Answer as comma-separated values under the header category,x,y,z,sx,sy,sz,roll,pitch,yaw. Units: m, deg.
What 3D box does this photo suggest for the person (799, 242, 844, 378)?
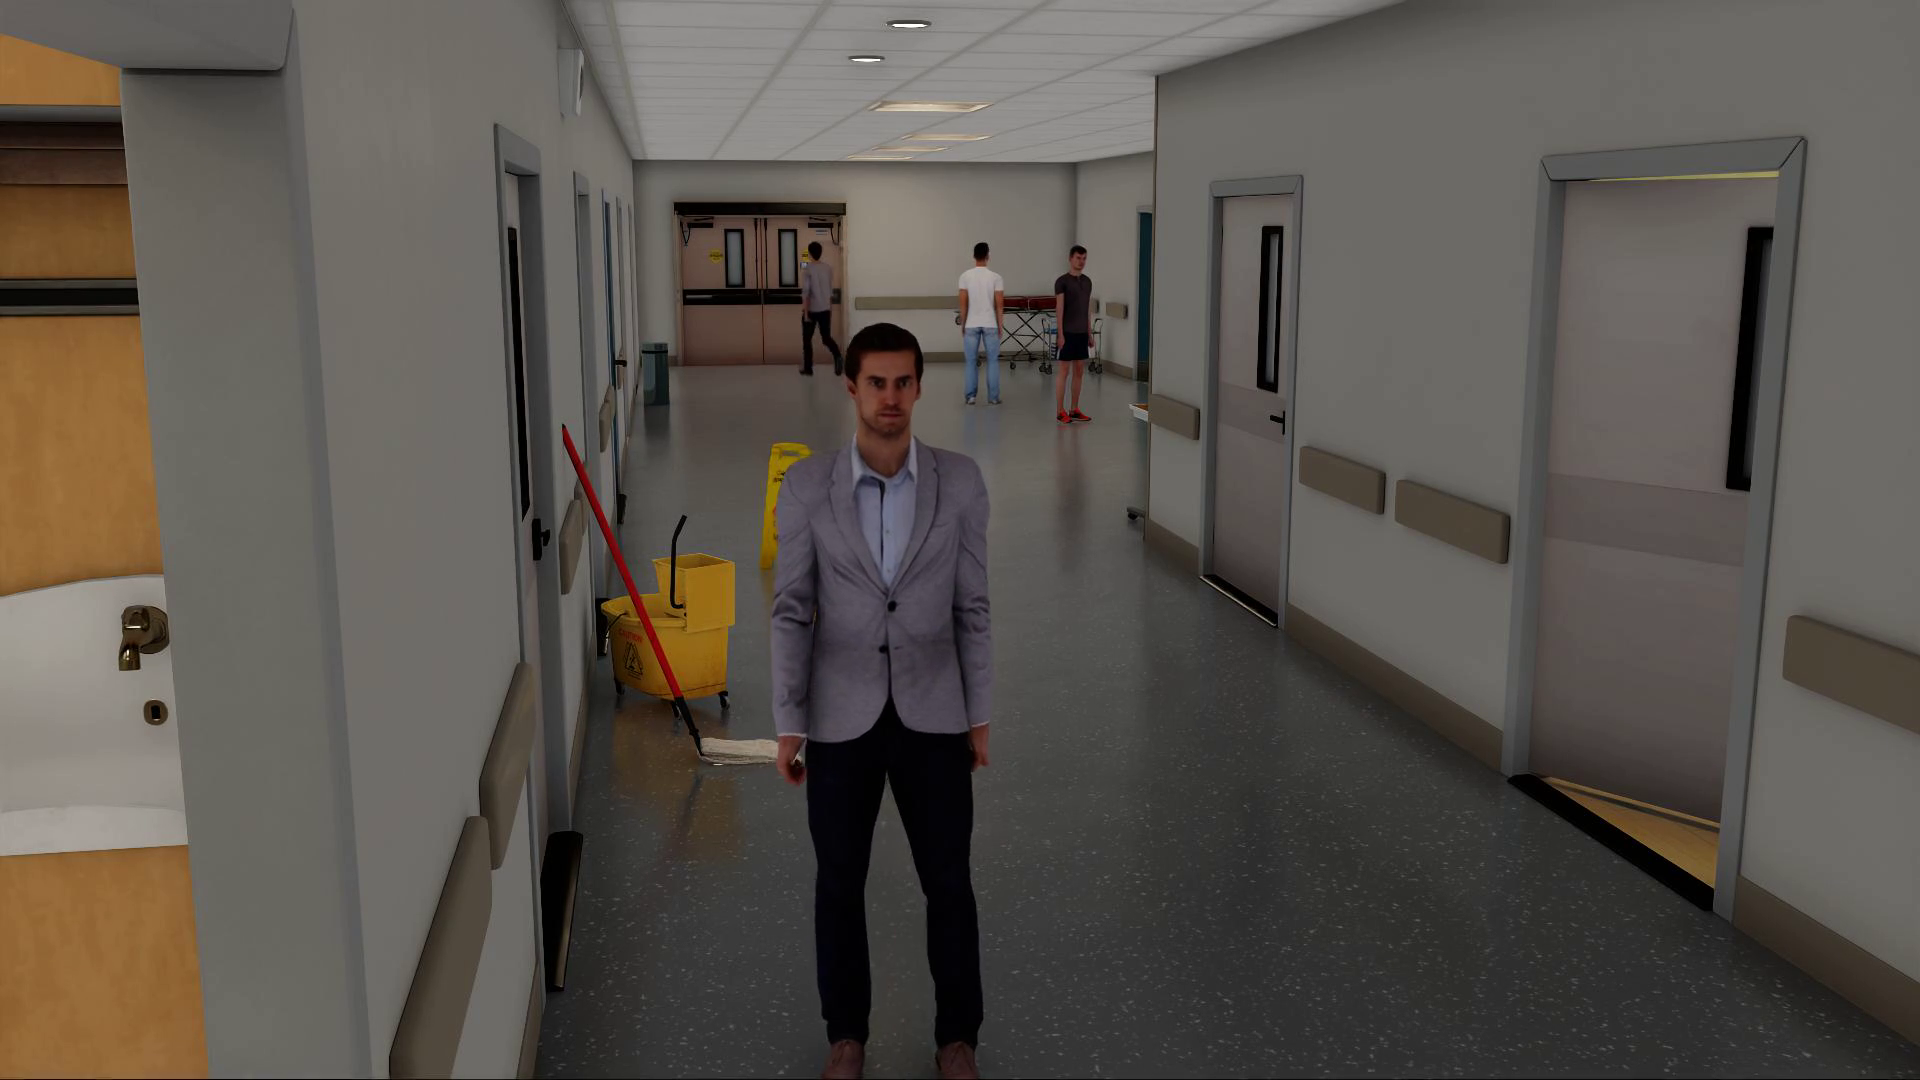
category,x,y,z,sx,sy,sz,roll,pitch,yaw
person,-1.863,-3.074,22.406,0.937,1.816,1.177,-7,13,-33

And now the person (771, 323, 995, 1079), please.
category,x,y,z,sx,sy,sz,roll,pitch,yaw
person,-0.194,0.404,3.992,0.707,1.848,0.652,-1,11,-3

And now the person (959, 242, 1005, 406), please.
category,x,y,z,sx,sy,sz,roll,pitch,yaw
person,0.249,-2.499,19.244,0.734,1.864,0.662,1,11,7

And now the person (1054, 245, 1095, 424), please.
category,x,y,z,sx,sy,sz,roll,pitch,yaw
person,1.190,-2.182,17.594,0.733,1.857,0.718,-8,13,-36
